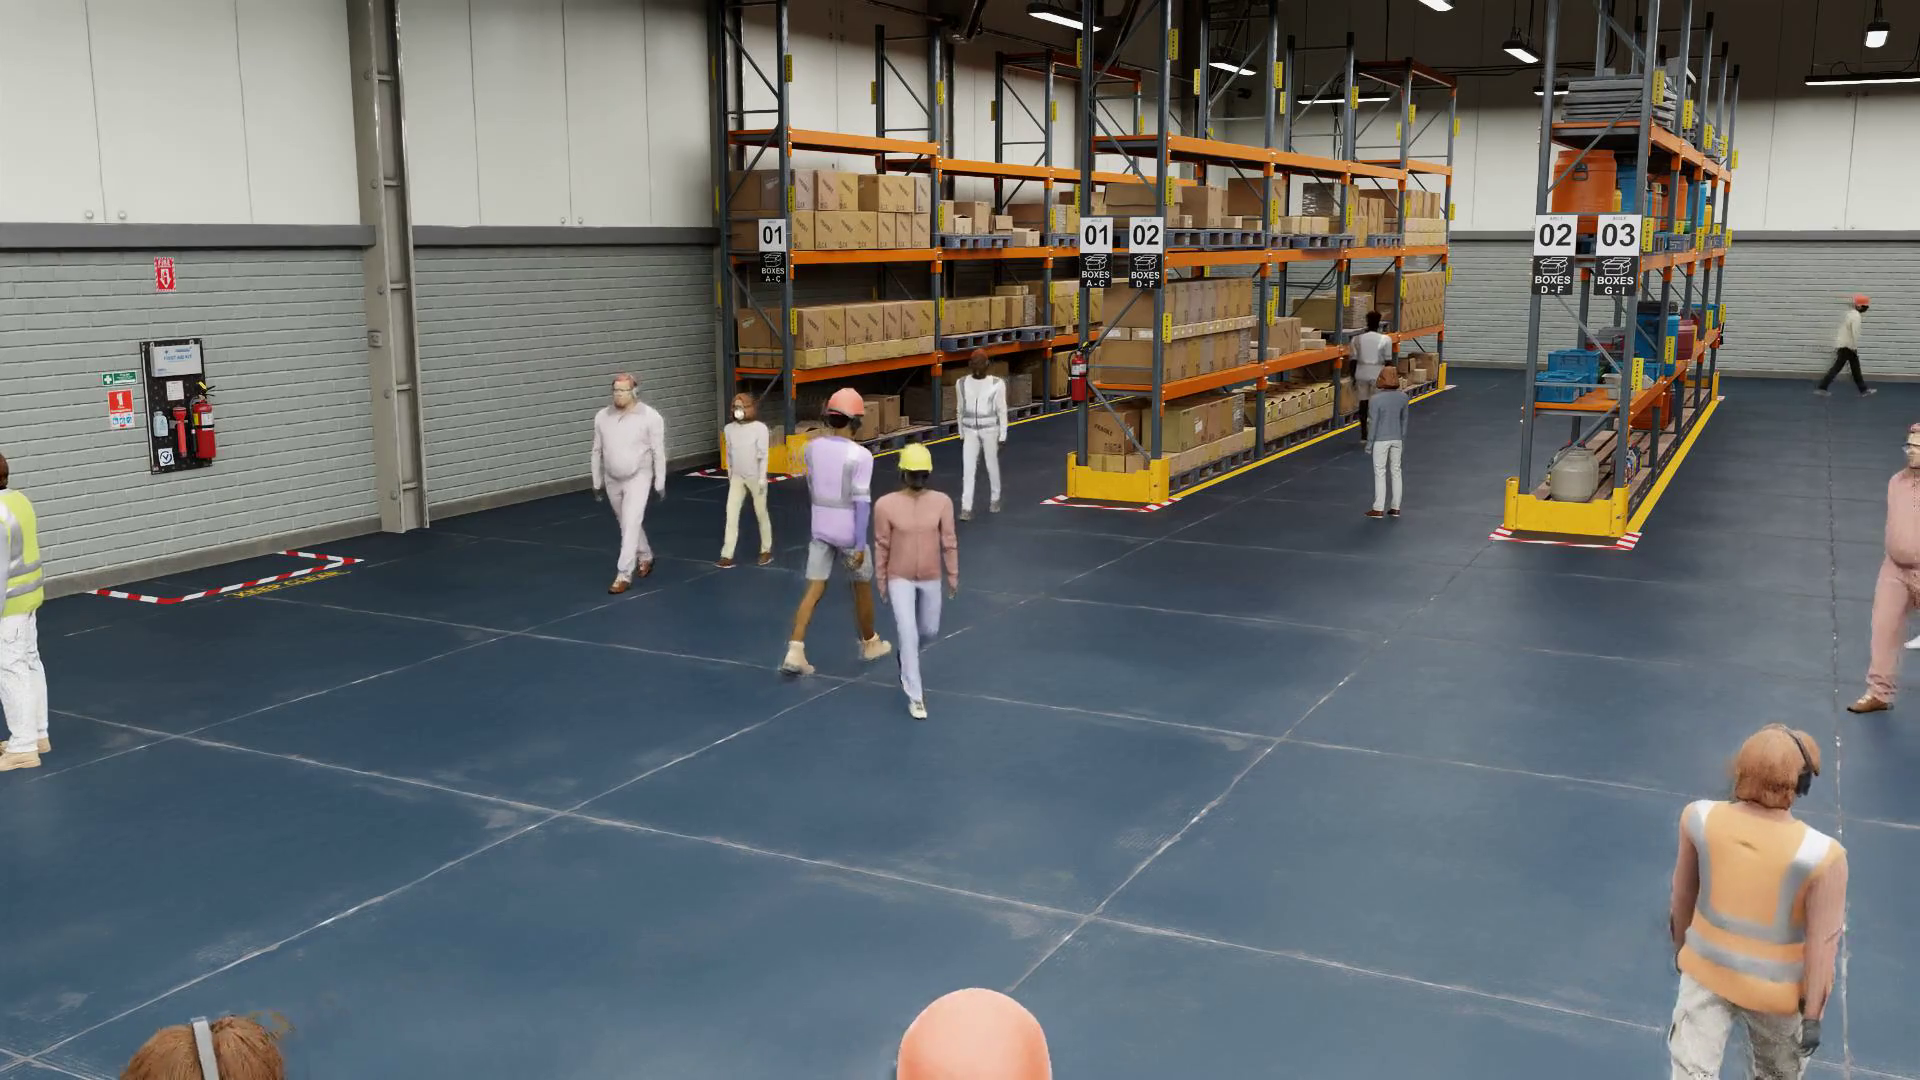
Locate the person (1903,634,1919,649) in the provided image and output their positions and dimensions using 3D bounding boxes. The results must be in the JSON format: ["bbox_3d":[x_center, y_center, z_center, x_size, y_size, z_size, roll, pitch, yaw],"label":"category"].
[{"bbox_3d":[7.181,-0.023,12.022,0.296,1.744,0.484,-5,11,-24],"label":"person"}]

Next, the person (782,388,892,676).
[{"bbox_3d":[-0.865,-0.056,11.560,0.630,2.001,1.062,7,12,32],"label":"person"}]

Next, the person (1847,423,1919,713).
[{"bbox_3d":[6.155,0.182,10.570,0.876,1.871,0.634,-4,11,-23],"label":"person"}]

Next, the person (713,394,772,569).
[{"bbox_3d":[-1.973,-0.523,15.151,0.515,1.597,0.825,4,11,22],"label":"person"}]

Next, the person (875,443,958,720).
[{"bbox_3d":[-0.303,0.219,10.698,0.525,1.743,0.741,-3,11,-17],"label":"person"}]

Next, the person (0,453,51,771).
[{"bbox_3d":[-5.476,0.391,9.499,0.429,1.843,0.627,-2,11,-13],"label":"person"}]

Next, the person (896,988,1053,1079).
[{"bbox_3d":[-0.004,1.643,2.457,0.920,1.935,0.668,-9,13,-39],"label":"person"}]

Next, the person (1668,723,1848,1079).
[{"bbox_3d":[2.362,1.335,5.022,0.868,1.595,0.529,-10,14,-43],"label":"person"}]

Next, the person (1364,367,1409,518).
[{"bbox_3d":[4.596,-1.051,17.930,0.497,1.633,0.285,-4,11,-21],"label":"person"}]

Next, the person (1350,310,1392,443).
[{"bbox_3d":[6.029,-2.394,24.385,0.624,1.946,0.481,5,11,24],"label":"person"}]

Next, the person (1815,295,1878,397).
[{"bbox_3d":[16.684,-3.627,31.195,1.058,1.920,0.679,4,11,23],"label":"person"}]

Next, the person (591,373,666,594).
[{"bbox_3d":[-2.870,-0.527,14.434,0.650,1.865,0.979,3,11,17],"label":"person"}]

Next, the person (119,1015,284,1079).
[{"bbox_3d":[-1.254,1.656,2.687,0.803,1.809,0.649,-7,13,-35],"label":"person"}]

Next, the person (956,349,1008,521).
[{"bbox_3d":[0.243,-1.153,17.973,0.597,1.834,1.007,3,11,16],"label":"person"}]
